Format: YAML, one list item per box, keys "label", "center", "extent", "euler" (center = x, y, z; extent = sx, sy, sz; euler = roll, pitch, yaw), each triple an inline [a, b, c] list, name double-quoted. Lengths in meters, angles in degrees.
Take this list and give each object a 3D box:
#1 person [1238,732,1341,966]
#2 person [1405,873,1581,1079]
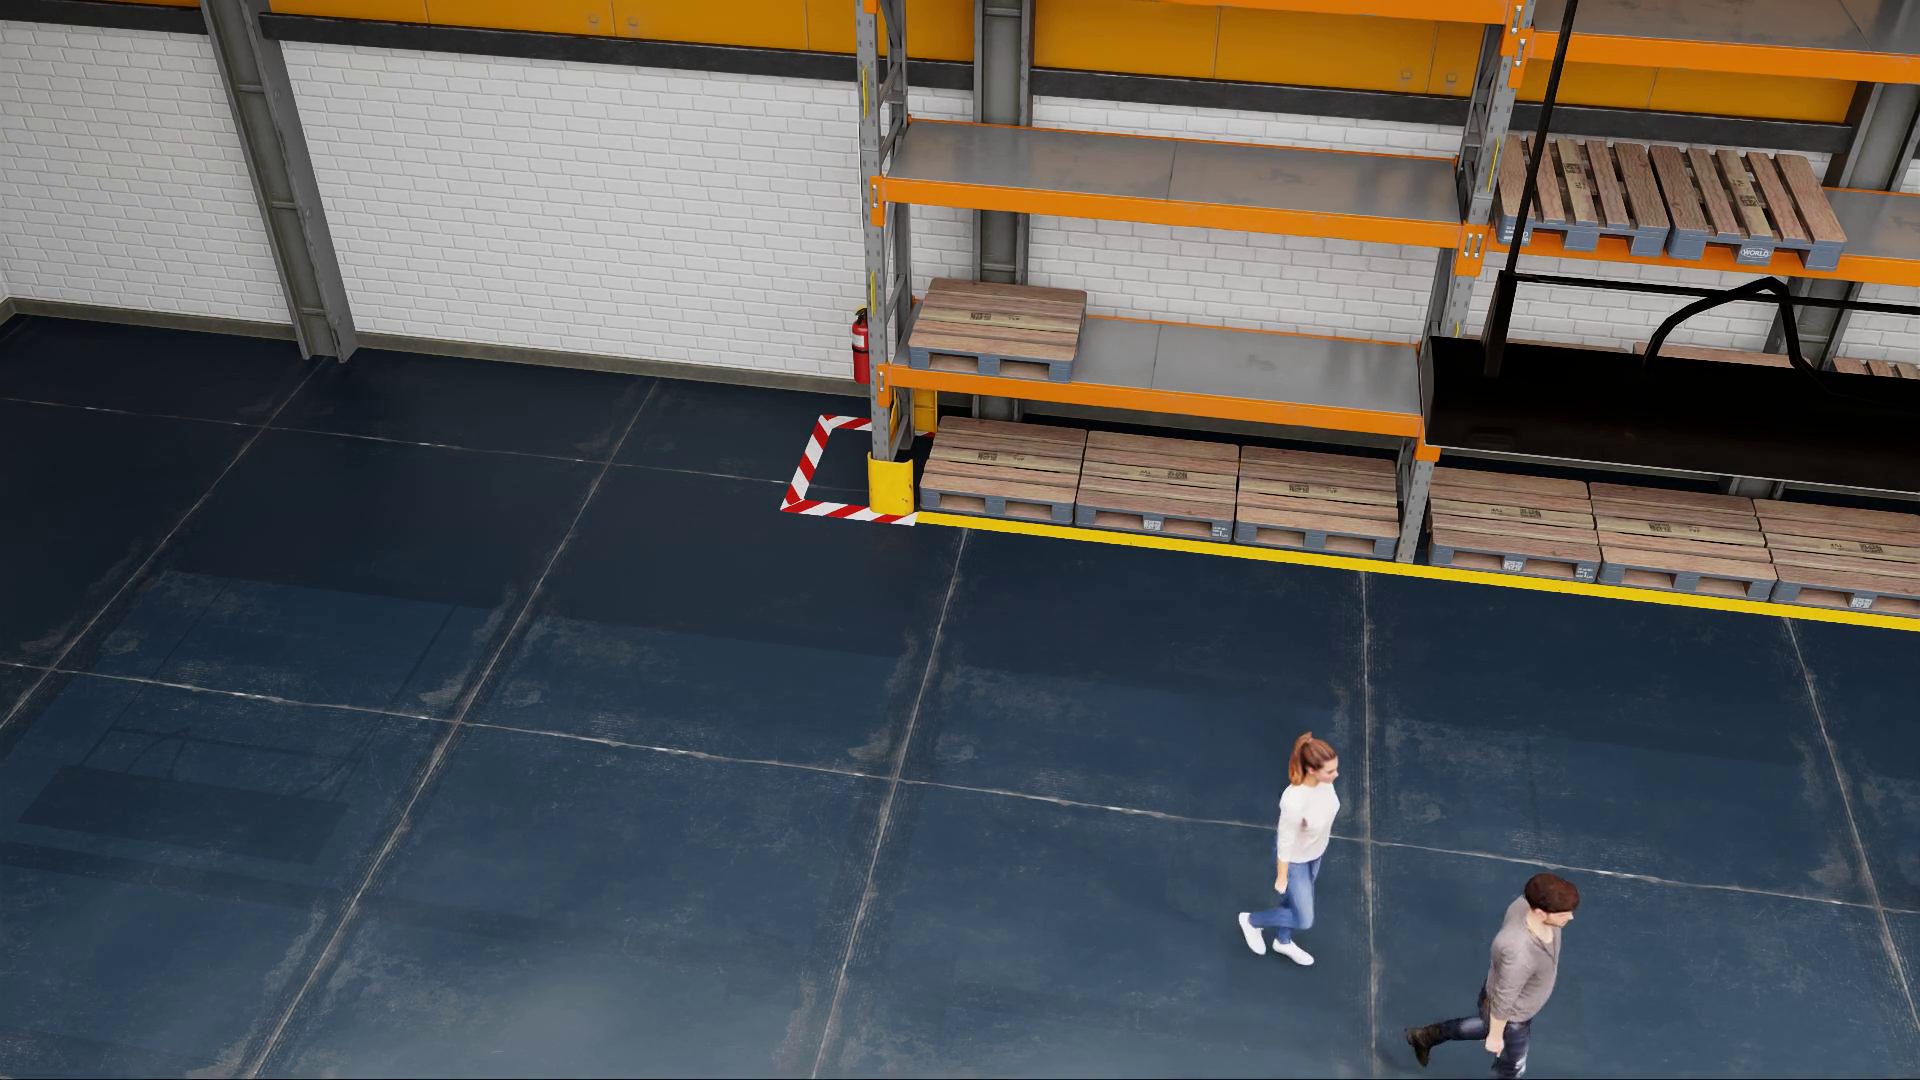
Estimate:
- label: "person"
  center: [1.794, 1.704, 9.171]
  extent: [0.819, 1.715, 0.763]
  euler: [26, 45, 28]
- label: "person"
  center: [2.684, 2.269, 8.328]
  extent: [1.118, 1.884, 0.918]
  euler: [20, 43, 24]
